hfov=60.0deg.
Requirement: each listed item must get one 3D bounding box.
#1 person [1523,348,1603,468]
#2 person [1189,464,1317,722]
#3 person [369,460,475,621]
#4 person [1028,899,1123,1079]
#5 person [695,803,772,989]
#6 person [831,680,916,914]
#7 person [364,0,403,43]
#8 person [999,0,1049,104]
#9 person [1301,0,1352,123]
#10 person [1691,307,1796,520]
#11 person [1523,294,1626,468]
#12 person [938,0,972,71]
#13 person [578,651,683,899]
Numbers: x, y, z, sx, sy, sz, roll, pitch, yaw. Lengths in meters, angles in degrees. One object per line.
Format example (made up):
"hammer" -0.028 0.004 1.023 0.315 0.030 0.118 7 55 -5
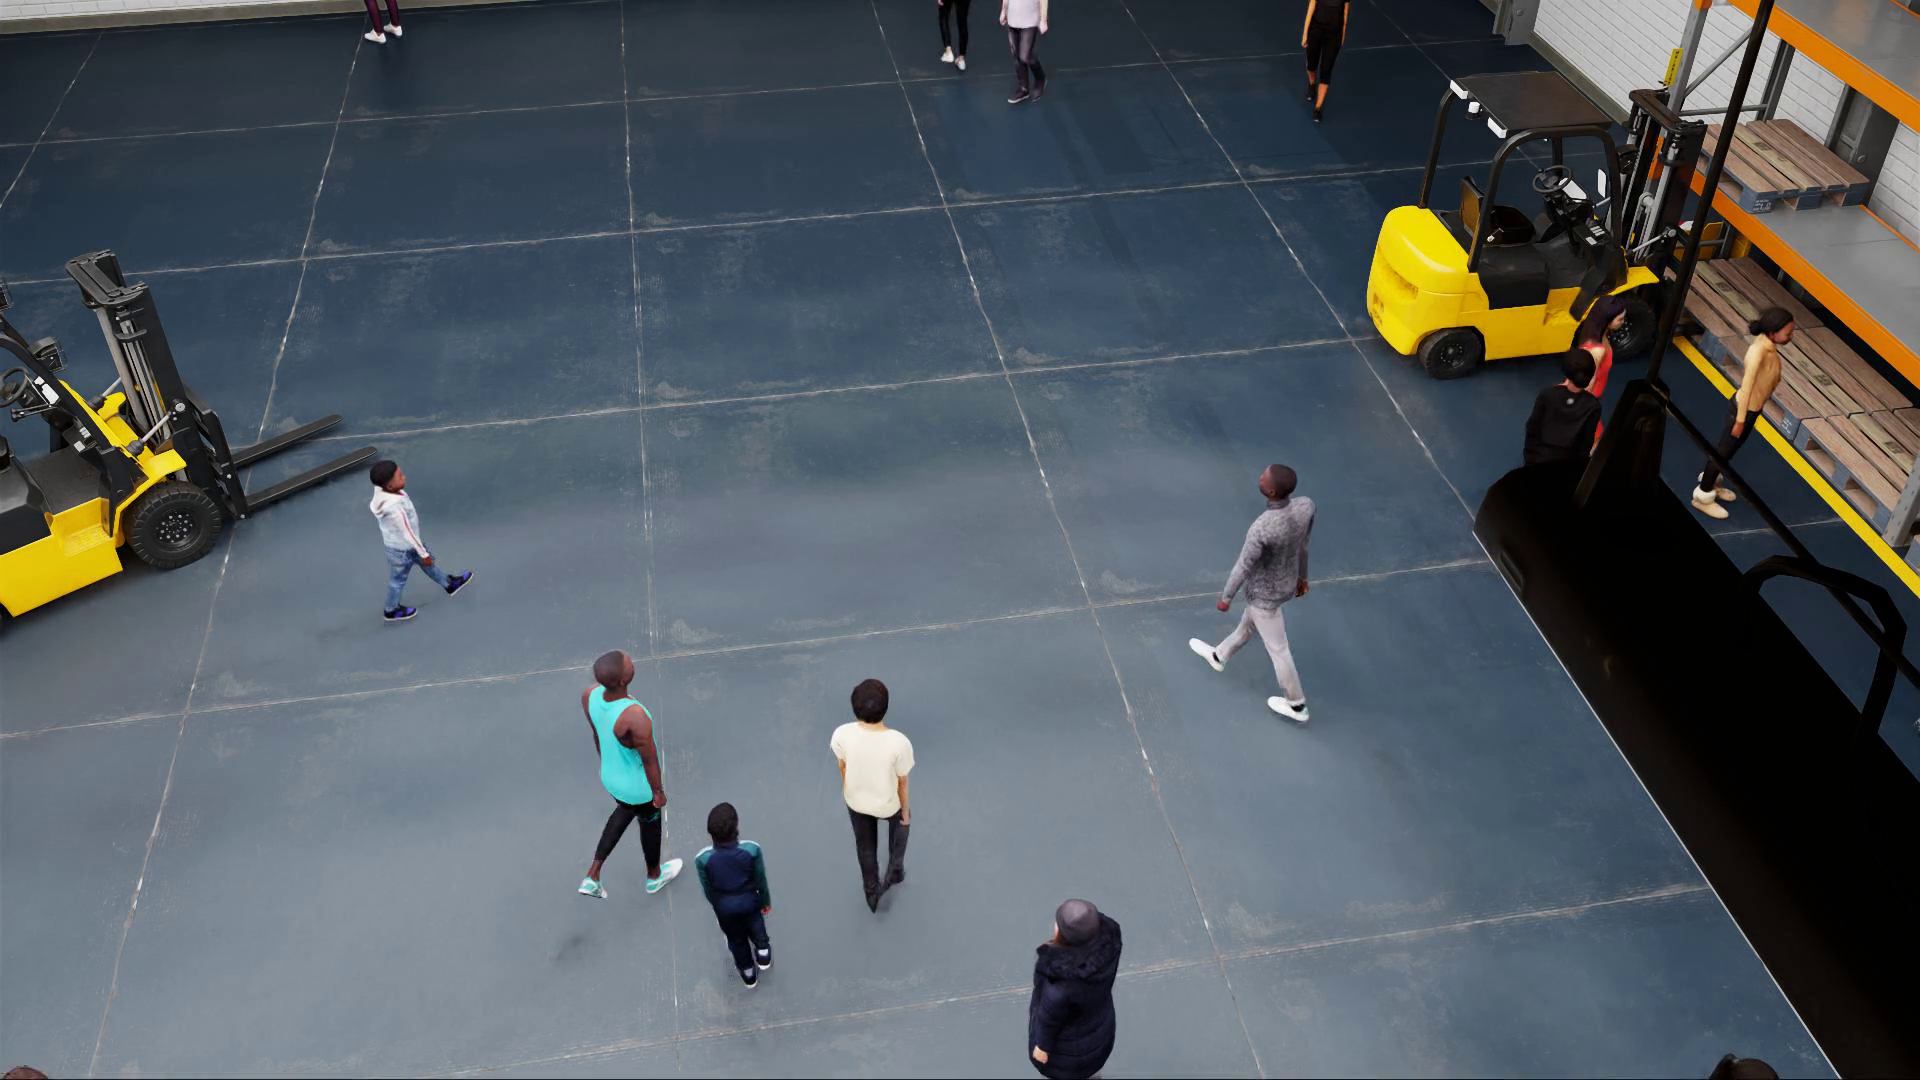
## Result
"person" 4.003 -0.483 11.338 0.968 1.617 1.100 20 43 23
"person" 1.964 0.367 10.136 1.290 1.788 1.150 30 48 32
"person" -3.752 0.029 11.008 0.728 1.227 0.861 -18 42 -21
"person" 0.541 2.276 7.835 0.843 1.676 0.788 25 45 28
"person" -1.169 1.903 8.651 0.541 1.241 0.549 -11 40 -14
"person" -0.473 1.450 8.951 0.687 1.574 0.695 6 39 8
"person" -6.682 -6.567 18.825 0.753 1.779 0.690 23 44 26
"person" 0.736 -5.497 17.451 0.902 1.822 0.811 -31 48 -33
"person" 3.794 -5.283 17.333 0.895 1.635 1.147 10 40 13
"person" 5.595 -0.937 11.872 0.740 1.659 0.677 23 44 26
"person" 4.340 -0.977 11.905 0.812 1.680 1.061 3 39 4
"person" -0.023 -5.941 18.115 0.637 1.687 0.603 -10 40 -12
"person" -1.839 1.331 8.921 0.924 1.799 0.975 25 45 28
